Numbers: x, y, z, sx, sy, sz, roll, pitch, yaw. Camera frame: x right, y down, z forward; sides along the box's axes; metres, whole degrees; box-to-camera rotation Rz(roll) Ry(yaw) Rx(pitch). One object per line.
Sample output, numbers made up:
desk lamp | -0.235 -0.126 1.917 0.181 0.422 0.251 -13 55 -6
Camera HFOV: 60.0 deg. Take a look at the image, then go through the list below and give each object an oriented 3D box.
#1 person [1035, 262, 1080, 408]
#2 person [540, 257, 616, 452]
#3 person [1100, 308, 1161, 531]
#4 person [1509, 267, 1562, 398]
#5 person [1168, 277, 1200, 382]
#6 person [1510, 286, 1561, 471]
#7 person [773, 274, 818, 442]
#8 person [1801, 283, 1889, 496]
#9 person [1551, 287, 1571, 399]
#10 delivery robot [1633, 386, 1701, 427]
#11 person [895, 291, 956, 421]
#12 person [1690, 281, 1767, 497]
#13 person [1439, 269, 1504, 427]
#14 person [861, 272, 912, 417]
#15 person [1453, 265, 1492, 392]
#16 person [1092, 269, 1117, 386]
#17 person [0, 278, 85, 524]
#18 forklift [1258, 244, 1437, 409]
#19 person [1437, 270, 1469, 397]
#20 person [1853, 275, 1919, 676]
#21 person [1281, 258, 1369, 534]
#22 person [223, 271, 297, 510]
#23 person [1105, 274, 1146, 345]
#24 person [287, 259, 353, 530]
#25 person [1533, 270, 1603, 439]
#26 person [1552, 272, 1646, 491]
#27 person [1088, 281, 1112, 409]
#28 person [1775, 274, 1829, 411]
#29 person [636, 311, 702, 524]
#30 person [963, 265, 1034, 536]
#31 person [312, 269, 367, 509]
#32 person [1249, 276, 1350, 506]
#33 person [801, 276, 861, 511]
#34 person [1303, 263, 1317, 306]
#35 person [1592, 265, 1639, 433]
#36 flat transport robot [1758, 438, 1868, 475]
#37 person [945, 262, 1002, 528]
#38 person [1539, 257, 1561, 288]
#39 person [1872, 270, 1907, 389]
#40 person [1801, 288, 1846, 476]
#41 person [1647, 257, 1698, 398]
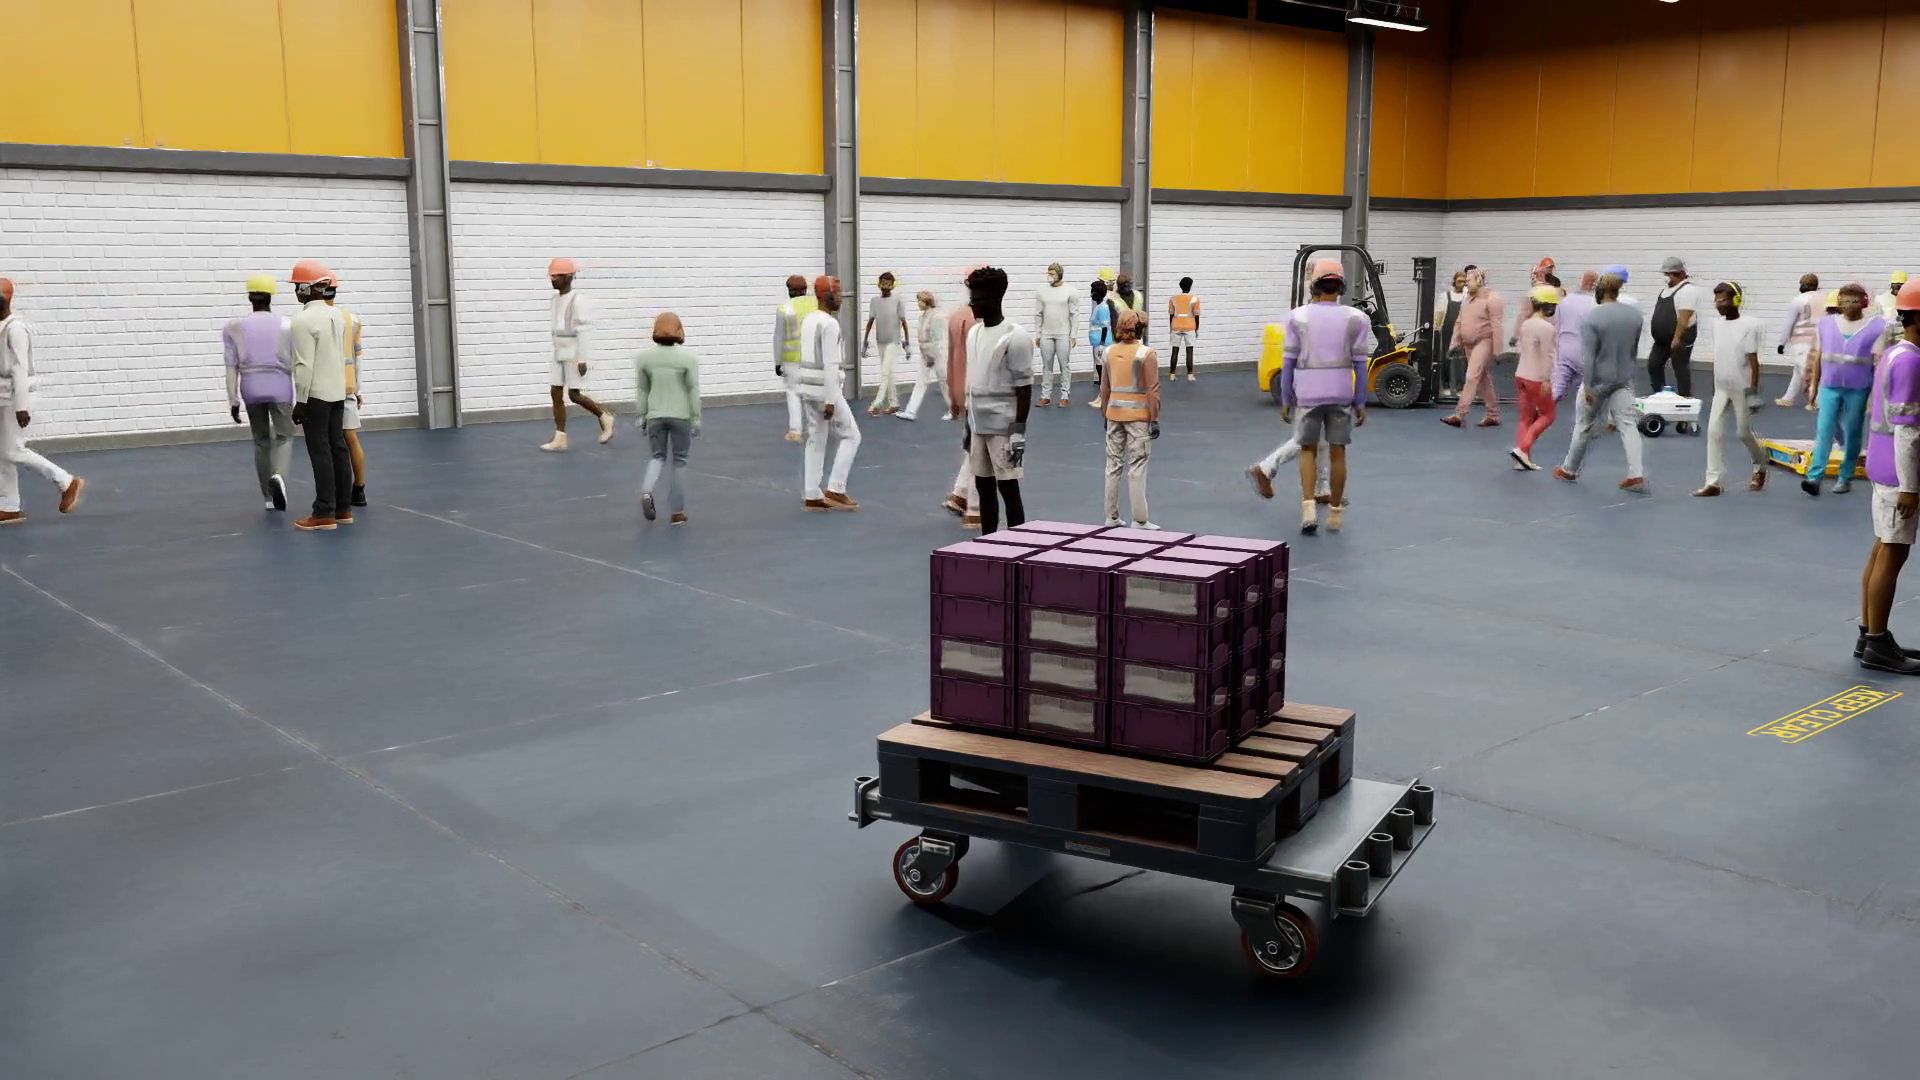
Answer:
person | 1.294 -2.739 22.283 0.629 1.937 0.376 5 11 26
person | -4.022 -1.933 17.331 0.618 2.020 0.788 9 13 43
person | 1.250 -0.874 12.230 0.522 1.640 0.306 9 13 43
person | 7.886 -2.803 22.846 0.675 1.860 0.846 -8 12 -38
person | 3.620 -3.400 26.885 0.530 1.690 0.321 4 10 21
person | 5.395 -1.500 15.595 0.404 1.749 0.523 -2 10 -14
person | -1.734 -1.967 18.083 0.645 1.823 0.456 -6 11 -32
person | 7.396 -1.242 13.933 0.587 1.784 0.970 9 13 41
person | 8.473 -2.797 23.675 0.506 1.581 0.878 -5 11 -27
delivery robot | 7.953 -1.492 18.743 0.707 0.478 0.477 0 10 -2
person | -0.373 -2.245 20.395 0.861 1.587 0.532 -6 11 -31
person | 6.614 -1.275 14.085 0.911 1.823 0.543 -5 11 -26
person | 6.018 -2.247 19.617 0.976 1.858 0.649 -3 10 -15
person | -0.984 -2.450 20.925 0.597 1.812 0.949 6 11 32
person | 7.522 -3.078 24.366 0.610 1.902 0.669 -2 10 -13
person | 2.242 -3.263 25.655 0.404 1.828 0.603 -3 10 -17
person | -7.117 -1.048 12.591 0.589 1.864 0.652 10 14 44
forklift | 5.256 -2.933 22.661 2.313 2.155 1.214 3 10 16
person | 7.053 -2.926 23.725 0.540 1.823 0.794 2 10 10
person | 4.623 -0.320 8.116 0.359 1.938 0.547 4 11 24
person | 2.654 -1.036 12.150 0.621 2.014 0.676 2 10 9
person | -5.448 -1.150 13.061 0.594 1.909 0.710 -2 10 -13
person | 2.317 -2.757 22.858 0.683 1.785 0.809 -3 10 -19
person | -4.764 -1.073 12.358 0.379 1.995 0.612 1 10 8
person | 6.722 -2.025 18.309 0.814 1.870 0.688 -4 10 -22
person | 5.652 -1.379 14.505 0.646 1.889 1.040 -2 10 -14
person | 1.863 -2.599 22.153 0.318 1.697 0.540 0 10 -3
person | 11.198 -2.619 22.000 0.632 1.798 0.965 -3 10 -18
person | -2.195 -0.900 12.464 0.499 1.622 0.453 2 10 10
person | 0.211 -0.714 10.343 0.366 1.963 0.610 -6 12 -33
person | -5.034 -1.204 13.298 0.367 1.933 0.552 6 11 31
person | 2.781 -1.210 13.413 0.708 1.917 0.637 3 10 16
person | -1.029 -1.149 13.192 0.525 1.870 0.580 -6 11 -32
person | 5.971 -3.754 28.333 0.714 1.905 0.402 -9 13 -41
person | 7.380 -2.160 18.987 0.644 1.930 0.392 3 10 16
flat transport robot | 8.119 -0.800 15.799 0.652 0.197 1.431 1 10 8
person | 0.169 -1.069 12.398 0.439 1.979 0.626 -6 11 -31
person | 10.798 -4.203 30.678 0.623 1.992 0.396 -7 12 -35
person | 13.012 -2.838 23.187 0.592 1.826 0.403 6 11 29
person | 8.150 -1.469 15.444 0.842 1.731 0.534 -5 11 -27
person | 9.099 -2.626 21.316 0.650 2.000 0.710 -1 10 -8
